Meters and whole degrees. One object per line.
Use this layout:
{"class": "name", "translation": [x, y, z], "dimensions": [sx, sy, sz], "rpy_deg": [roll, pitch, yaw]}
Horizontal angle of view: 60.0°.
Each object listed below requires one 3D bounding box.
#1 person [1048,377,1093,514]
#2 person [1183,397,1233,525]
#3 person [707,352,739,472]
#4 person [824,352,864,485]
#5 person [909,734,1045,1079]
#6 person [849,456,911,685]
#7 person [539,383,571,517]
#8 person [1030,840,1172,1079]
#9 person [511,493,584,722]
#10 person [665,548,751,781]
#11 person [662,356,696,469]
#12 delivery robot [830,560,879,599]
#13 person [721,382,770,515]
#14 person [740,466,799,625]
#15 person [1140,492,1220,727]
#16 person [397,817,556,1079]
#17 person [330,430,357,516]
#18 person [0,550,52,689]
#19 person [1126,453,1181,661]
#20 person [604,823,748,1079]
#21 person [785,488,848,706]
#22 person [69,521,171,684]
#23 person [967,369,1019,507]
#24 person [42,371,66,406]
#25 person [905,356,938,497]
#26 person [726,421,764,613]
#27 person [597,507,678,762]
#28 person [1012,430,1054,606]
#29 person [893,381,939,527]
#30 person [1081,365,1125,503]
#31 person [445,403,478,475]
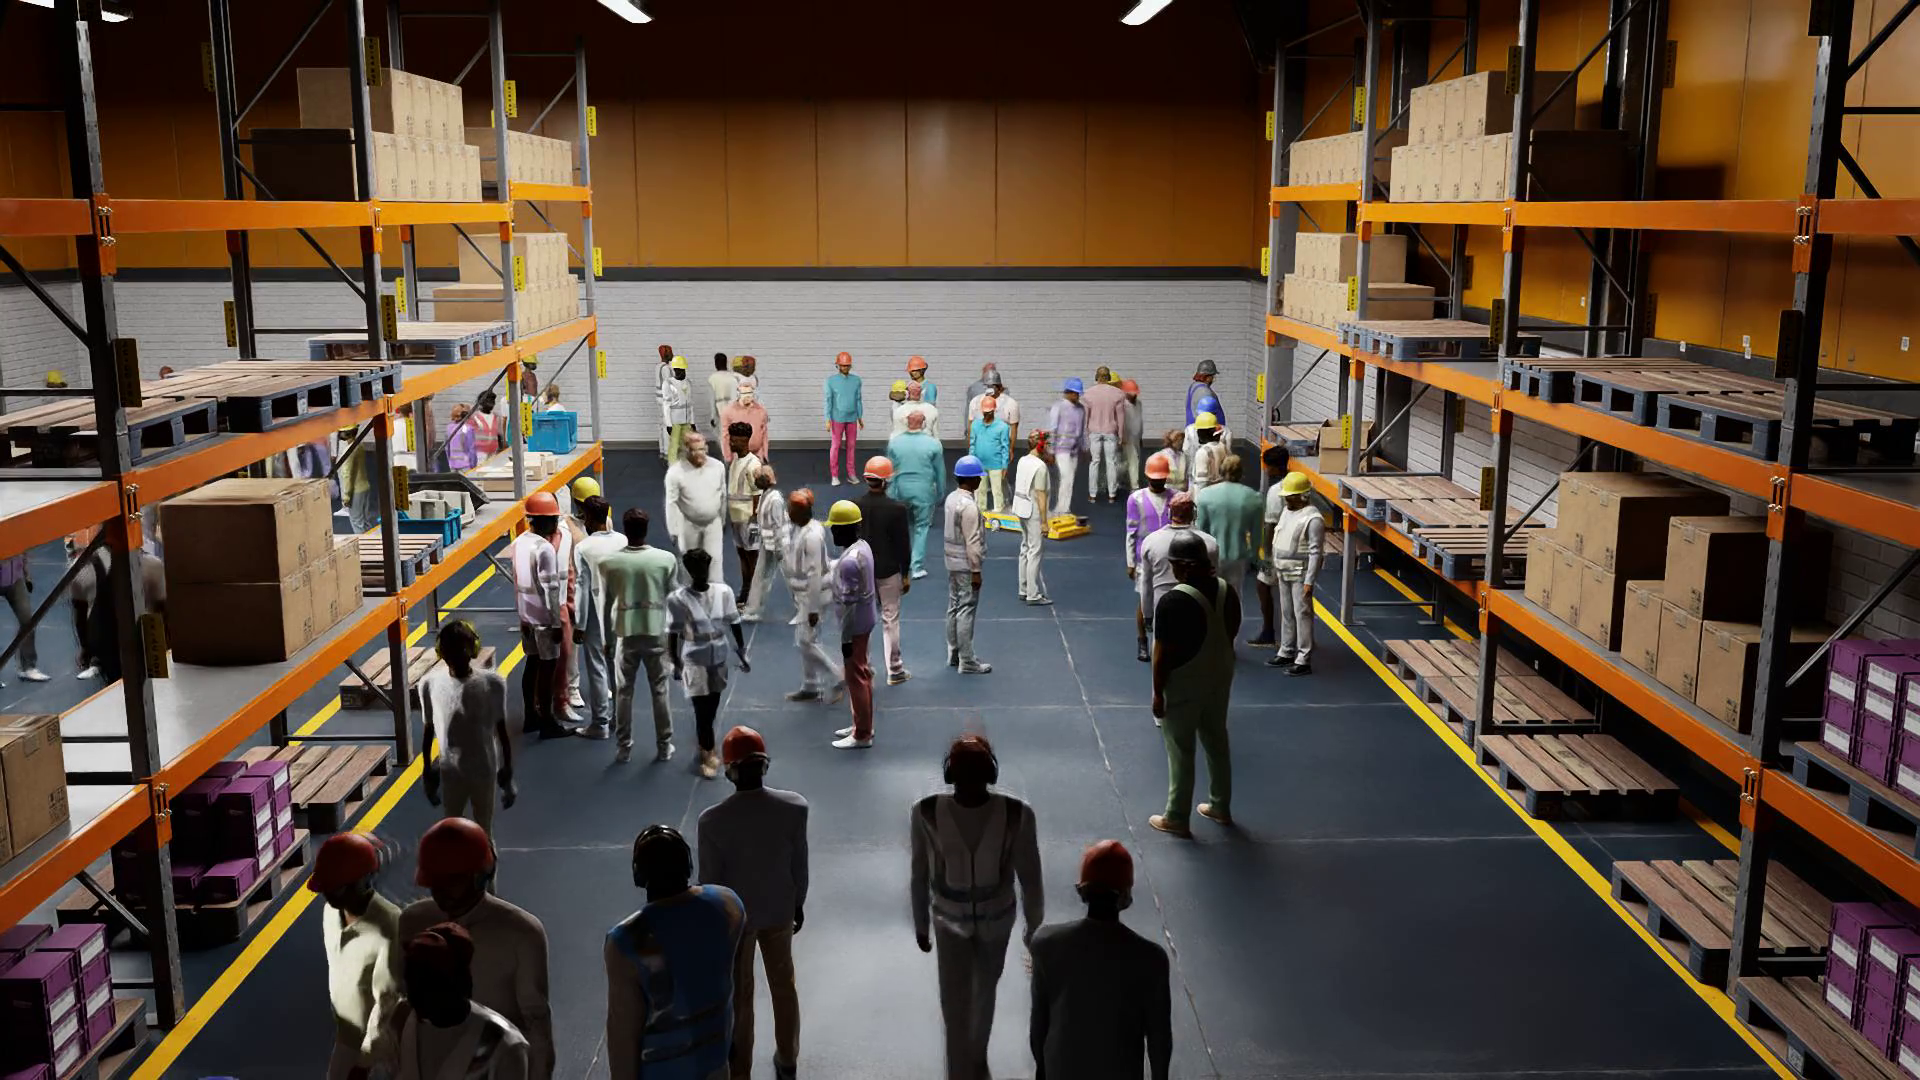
{"class": "person", "translation": [1.484, -1.154, 21.692], "dimensions": [0.636, 1.925, 0.625], "rpy_deg": [-11, 16, -43]}
{"class": "person", "translation": [2.882, -0.717, 19.479], "dimensions": [0.602, 1.941, 0.402], "rpy_deg": [4, 12, 21]}
{"class": "person", "translation": [-3.620, -1.966, 25.850], "dimensions": [0.630, 1.897, 0.442], "rpy_deg": [-7, 13, -31]}
{"class": "person", "translation": [-1.723, -1.816, 24.853], "dimensions": [0.625, 1.992, 0.389], "rpy_deg": [-6, 13, -28]}
{"class": "person", "translation": [0.072, 1.740, 7.419], "dimensions": [0.588, 1.823, 1.009], "rpy_deg": [0, 11, -2]}
{"class": "person", "translation": [-0.707, 0.263, 14.425], "dimensions": [0.612, 1.996, 0.389], "rpy_deg": [5, 12, 22]}
{"class": "person", "translation": [-5.100, -1.023, 21.019], "dimensions": [0.353, 1.937, 0.635], "rpy_deg": [-2, 11, -10]}
{"class": "person", "translation": [0.542, 1.996, 6.381], "dimensions": [0.560, 1.742, 0.364], "rpy_deg": [4, 12, 20]}
{"class": "person", "translation": [-3.286, 0.553, 13.204], "dimensions": [0.406, 1.908, 0.592], "rpy_deg": [7, 13, 31]}
{"class": "person", "translation": [-1.843, 0.879, 12.135], "dimensions": [0.567, 1.670, 0.556], "rpy_deg": [-8, 14, -34]}
{"class": "person", "translation": [-4.187, -1.792, 24.905], "dimensions": [0.366, 1.927, 0.588], "rpy_deg": [7, 13, 33]}
{"class": "delivery robot", "translation": [-1.067, 0.359, 17.335], "dimensions": [0.477, 0.478, 0.707], "rpy_deg": [-7, 13, -30]}
{"class": "person", "translation": [-2.745, -1.091, 21.440], "dimensions": [0.644, 1.907, 0.399], "rpy_deg": [-6, 13, -29]}
{"class": "person", "translation": [-1.893, 0.059, 16.440], "dimensions": [0.820, 1.586, 0.583], "rpy_deg": [-5, 12, -22]}
{"class": "person", "translation": [1.746, 0.568, 13.151], "dimensions": [0.647, 1.902, 0.400], "rpy_deg": [5, 12, 23]}
{"class": "person", "translation": [-1.765, 1.942, 6.041], "dimensions": [0.621, 1.985, 0.408], "rpy_deg": [3, 12, 16]}
{"class": "person", "translation": [-8.305, -1.198, 22.403], "dimensions": [0.319, 1.739, 0.484], "rpy_deg": [4, 12, 17]}
{"class": "person", "translation": [-8.204, 0.348, 14.292], "dimensions": [0.605, 1.895, 0.624], "rpy_deg": [4, 12, 19]}
{"class": "person", "translation": [1.787, 0.162, 15.120], "dimensions": [0.550, 1.924, 0.391], "rpy_deg": [-1, 11, -5]}
{"class": "person", "translation": [-1.088, 1.963, 6.303], "dimensions": [0.430, 1.841, 0.624], "rpy_deg": [10, 15, 41]}
{"class": "person", "translation": [-1.210, 0.467, 13.739], "dimensions": [0.451, 1.867, 0.741], "rpy_deg": [-2, 11, -10]}
{"class": "person", "translation": [-6.018, 0.712, 12.060], "dimensions": [0.704, 2.000, 0.615], "rpy_deg": [1, 11, 7]}
{"class": "person", "translation": [0.406, -1.212, 21.708], "dimensions": [0.684, 2.000, 0.538], "rpy_deg": [3, 12, 15]}
{"class": "person", "translation": [-13.489, -1.672, 24.870], "dimensions": [0.433, 1.716, 0.629], "rpy_deg": [1, 11, 3]}
{"class": "person", "translation": [-0.573, -1.607, 23.734], "dimensions": [0.420, 2.031, 0.605], "rpy_deg": [-8, 14, -36]}
{"class": "person", "translation": [-2.208, -0.244, 17.040], "dimensions": [0.361, 1.964, 0.613], "rpy_deg": [-6, 13, -28]}
{"class": "person", "translation": [-2.386, 0.710, 12.418], "dimensions": [0.589, 1.908, 0.405], "rpy_deg": [-2, 11, -9]}
{"class": "person", "translation": [0.754, -0.231, 17.316], "dimensions": [0.394, 1.836, 0.560], "rpy_deg": [-4, 12, -19]}
{"class": "person", "translation": [-0.597, -1.094, 21.454], "dimensions": [0.653, 1.906, 0.405], "rpy_deg": [-6, 13, -27]}
{"class": "person", "translation": [1.998, -1.475, 23.299], "dimensions": [0.628, 1.935, 0.373], "rpy_deg": [1, 11, 6]}
{"class": "person", "translation": [-6.376, -0.932, 21.316], "dimensions": [0.516, 1.640, 0.314], "rpy_deg": [7, 13, 32]}
